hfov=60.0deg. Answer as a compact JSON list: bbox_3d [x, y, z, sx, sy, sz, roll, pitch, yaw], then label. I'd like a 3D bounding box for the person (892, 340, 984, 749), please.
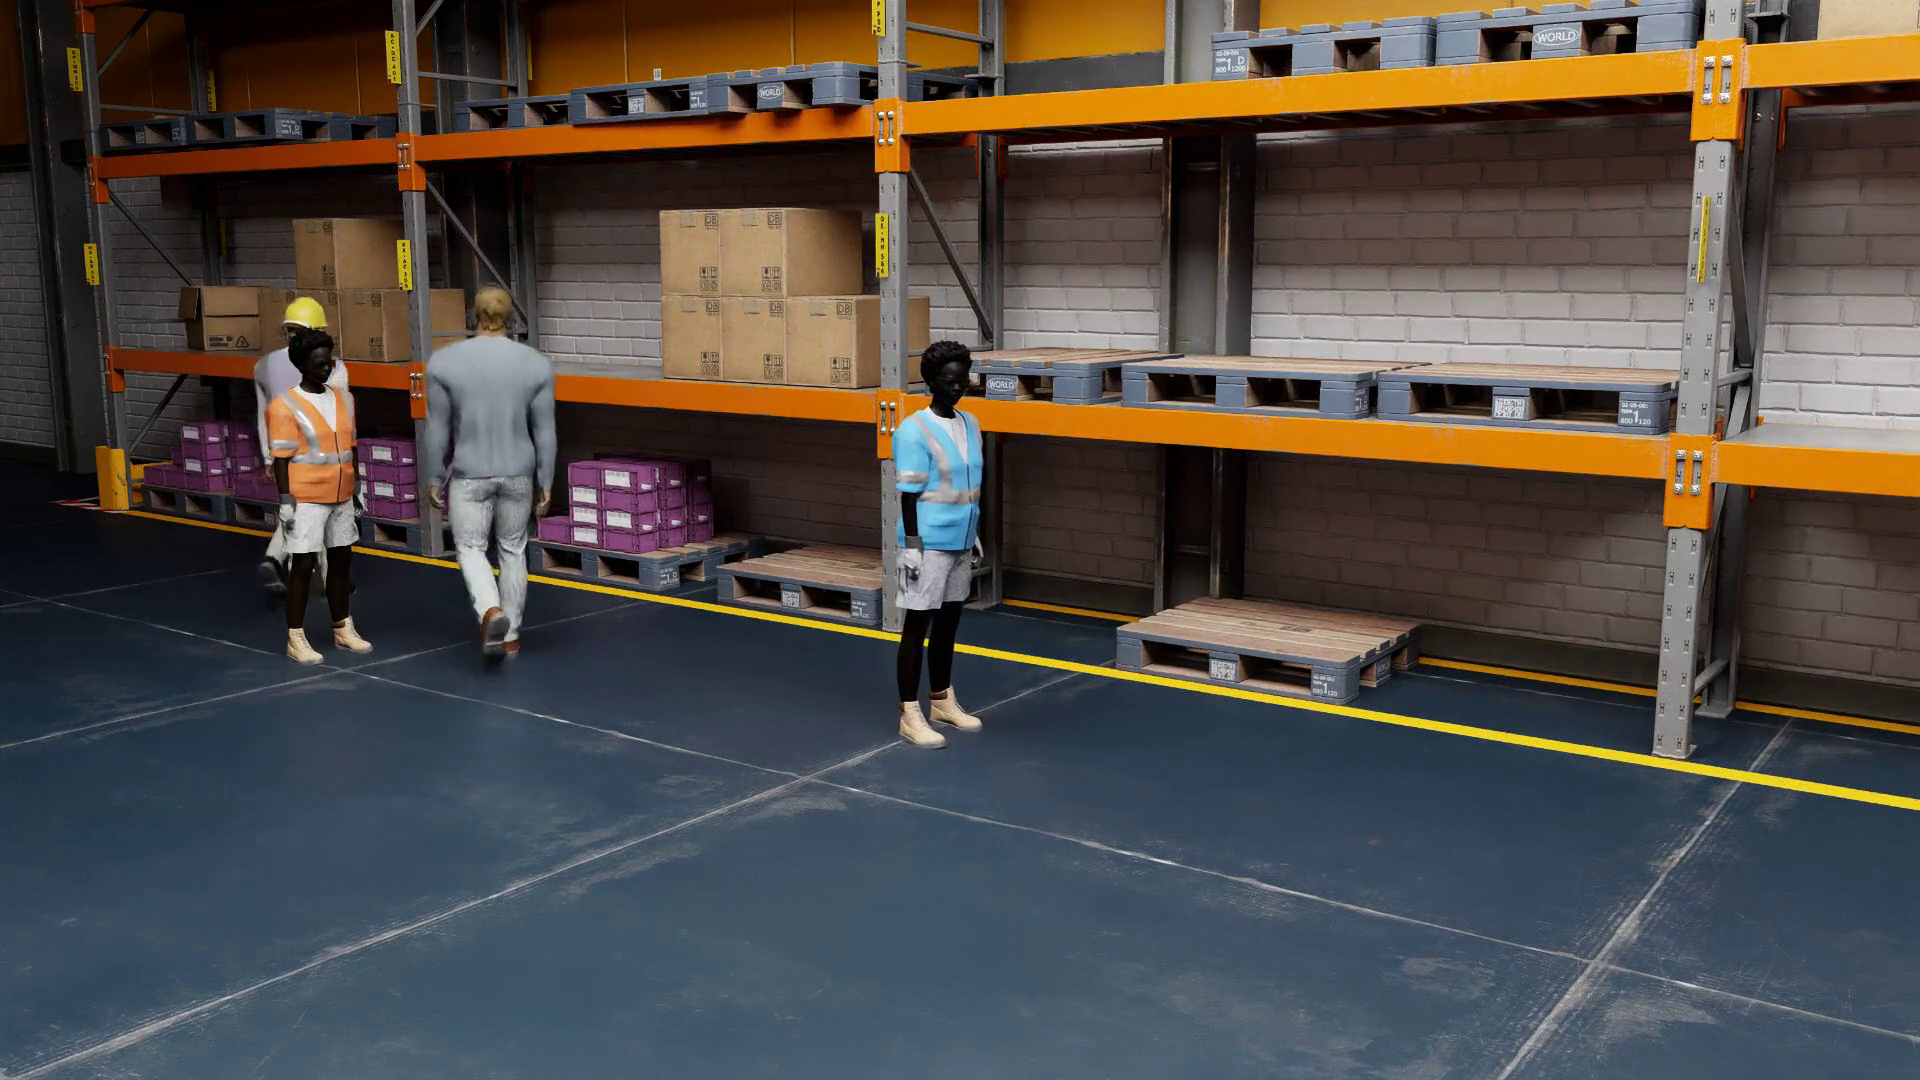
[{"bbox_3d":[-0.081,0.009,6.997,0.321,1.698,0.537,7,12,34],"label":"person"}]

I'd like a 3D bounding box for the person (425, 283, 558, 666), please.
[{"bbox_3d":[-2.308,-0.311,8.264,0.641,1.918,0.720,-4,10,-21],"label":"person"}]

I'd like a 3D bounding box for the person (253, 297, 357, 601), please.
[{"bbox_3d":[-3.831,-0.506,9.725,0.598,1.815,0.618,2,10,12],"label":"person"}]

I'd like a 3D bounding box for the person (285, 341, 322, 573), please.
[{"bbox_3d":[-4.239,-0.599,10.842,0.277,1.629,0.497,5,11,29],"label":"person"}]

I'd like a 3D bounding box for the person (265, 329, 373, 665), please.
[{"bbox_3d":[-3.235,-0.215,8.387,0.320,1.687,0.533,5,11,26],"label":"person"}]
